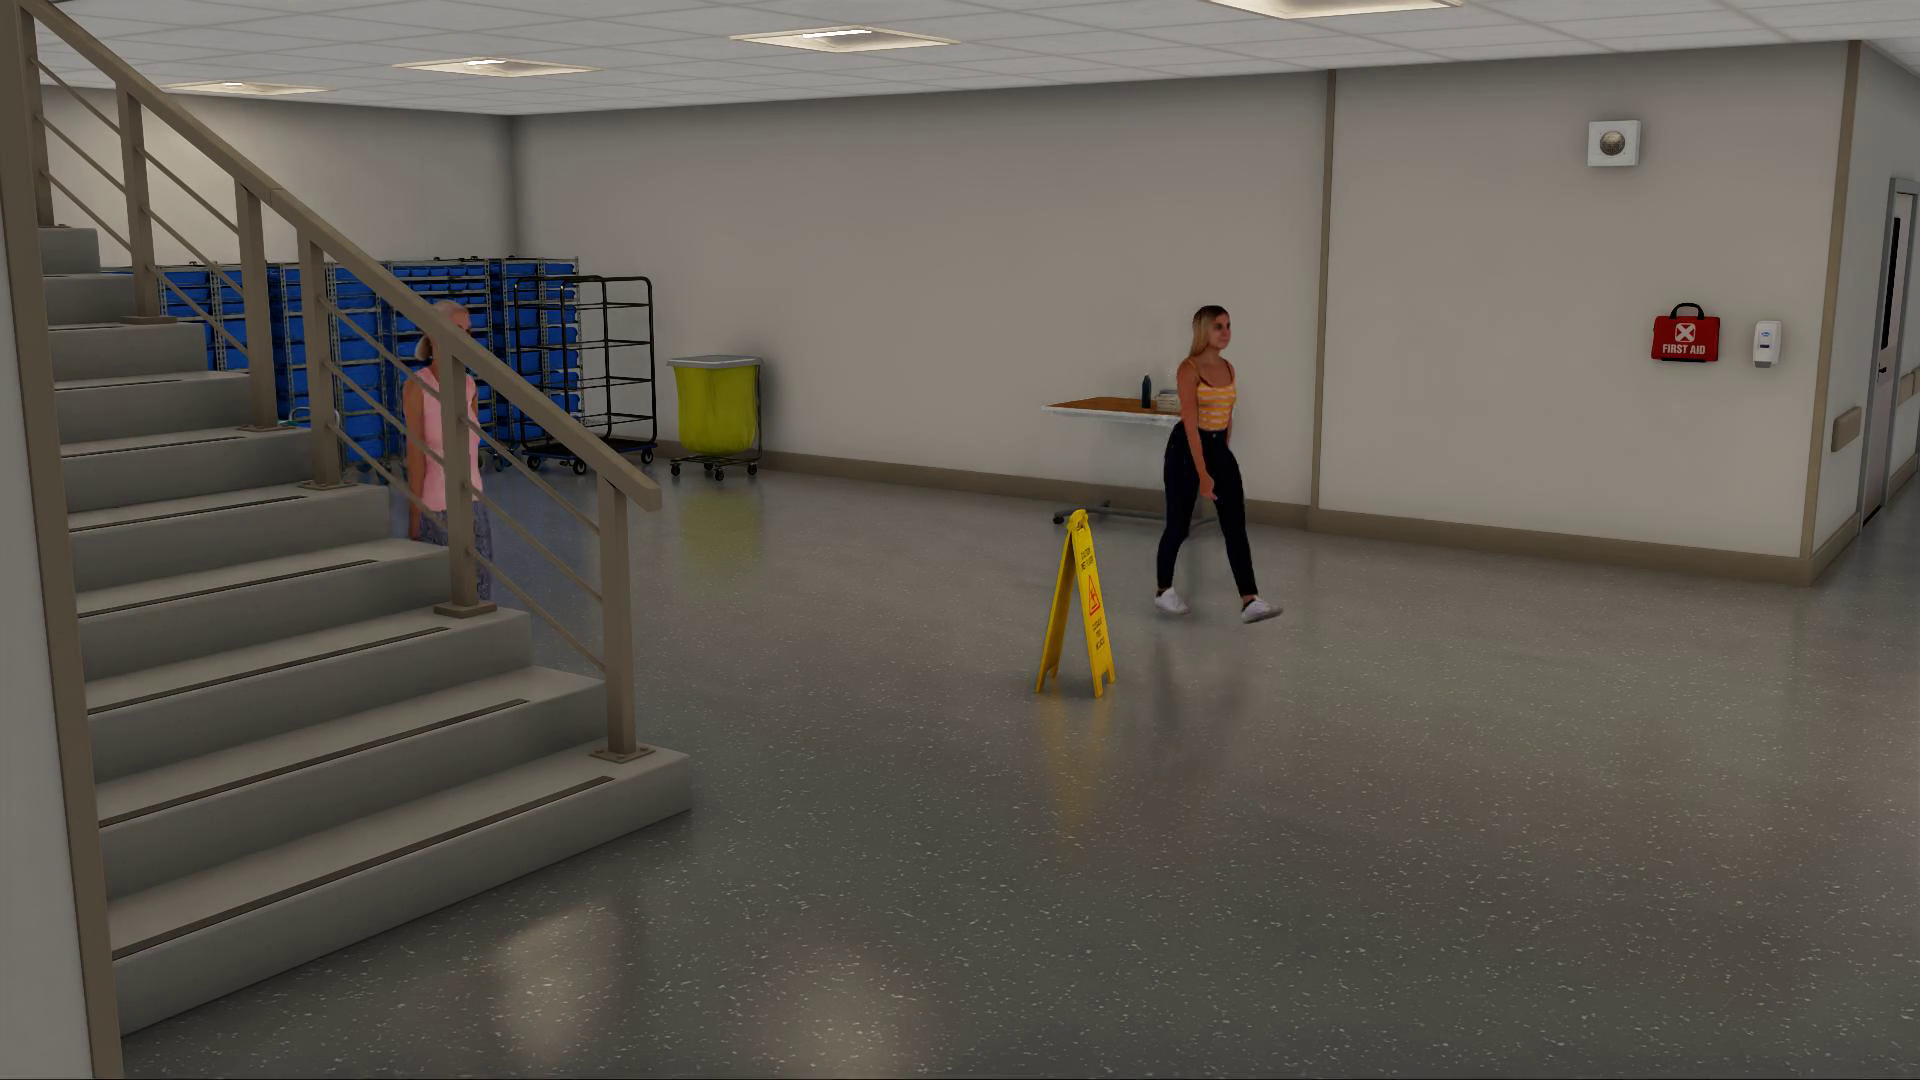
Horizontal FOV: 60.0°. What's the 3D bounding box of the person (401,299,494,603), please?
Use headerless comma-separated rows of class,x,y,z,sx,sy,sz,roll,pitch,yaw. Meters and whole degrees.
person,-2.154,-0.110,6.796,0.889,1.709,0.576,6,13,31

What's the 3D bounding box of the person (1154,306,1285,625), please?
person,1.156,-0.364,8.460,0.866,1.587,1.157,-7,13,-31
